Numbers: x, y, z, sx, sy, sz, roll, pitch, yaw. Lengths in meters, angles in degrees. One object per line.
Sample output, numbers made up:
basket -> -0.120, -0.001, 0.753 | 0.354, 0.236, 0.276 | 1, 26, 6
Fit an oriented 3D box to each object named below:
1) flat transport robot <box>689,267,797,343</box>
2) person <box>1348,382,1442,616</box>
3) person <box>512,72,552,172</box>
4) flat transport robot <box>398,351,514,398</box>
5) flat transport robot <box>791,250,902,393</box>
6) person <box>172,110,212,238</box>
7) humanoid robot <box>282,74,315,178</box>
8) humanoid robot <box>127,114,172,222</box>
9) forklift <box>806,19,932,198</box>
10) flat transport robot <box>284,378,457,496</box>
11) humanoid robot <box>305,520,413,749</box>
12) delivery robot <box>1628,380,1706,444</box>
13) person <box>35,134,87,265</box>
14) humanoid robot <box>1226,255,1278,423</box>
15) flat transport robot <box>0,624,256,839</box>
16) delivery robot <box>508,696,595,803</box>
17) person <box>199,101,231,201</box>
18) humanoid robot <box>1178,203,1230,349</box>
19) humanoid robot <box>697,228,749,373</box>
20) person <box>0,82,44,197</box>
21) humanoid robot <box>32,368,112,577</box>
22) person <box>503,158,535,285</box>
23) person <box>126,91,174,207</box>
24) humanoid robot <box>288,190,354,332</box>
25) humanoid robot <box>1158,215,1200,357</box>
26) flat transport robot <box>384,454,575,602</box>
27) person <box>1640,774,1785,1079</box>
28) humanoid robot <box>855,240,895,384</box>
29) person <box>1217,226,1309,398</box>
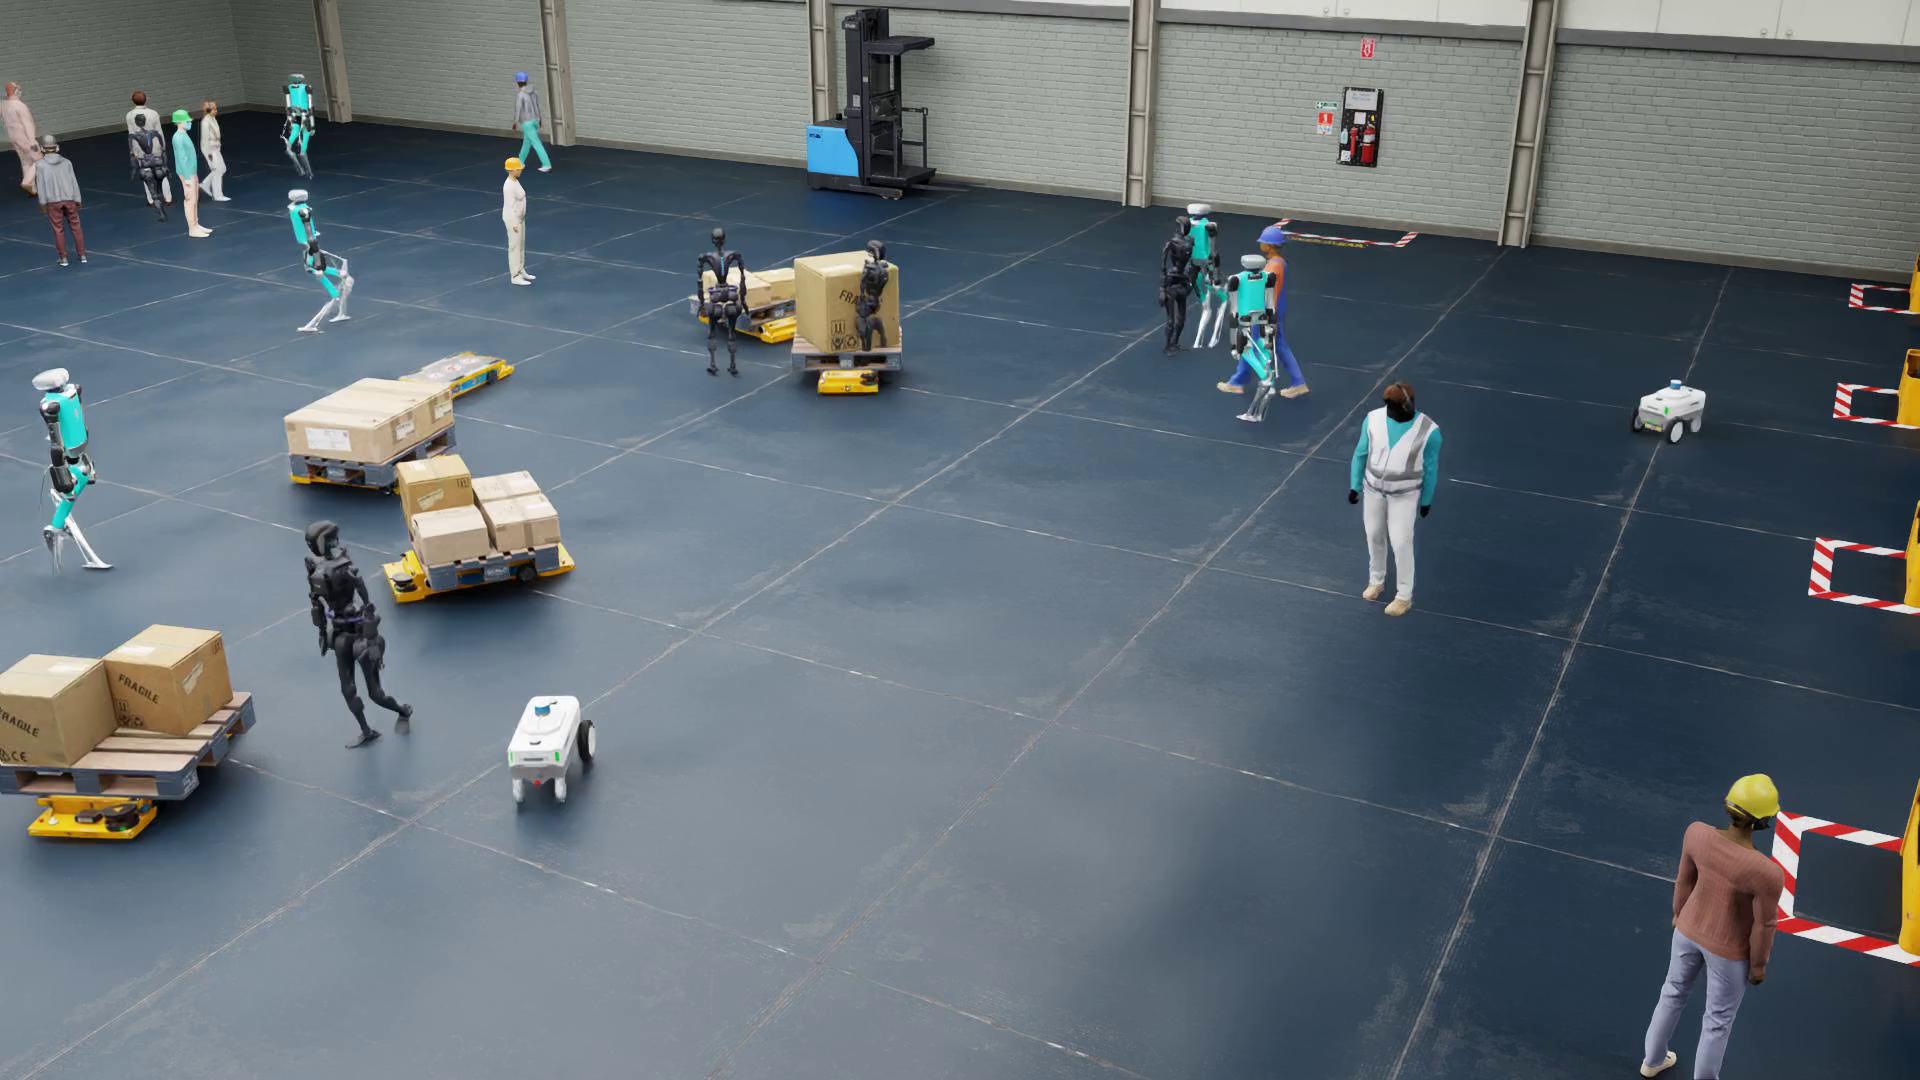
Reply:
flat transport robot -> -2.522, -2.702, 20.454 | 1.431, 0.231, 0.659 | 21, 31, 40
person -> 3.358, -0.344, 13.009 | 0.639, 1.812, 0.531 | 17, 29, 35
person -> -7.726, -7.459, 29.673 | 0.978, 1.715, 0.549 | 9, 25, 20
flat transport robot -> -5.601, -1.764, 18.269 | 0.659, 0.231, 1.431 | 9, 25, 20
flat transport robot -> -1.257, -1.954, 18.712 | 0.659, 0.231, 1.431 | -1, 23, -2
person -> -11.531, -5.488, 24.906 | 0.361, 1.872, 0.529 | -5, 24, -12
humanoid robot -> -11.607, -7.172, 29.062 | 0.553, 1.816, 0.795 | 4, 24, 8
humanoid robot -> -12.632, -5.807, 25.921 | 0.633, 1.639, 0.599 | 21, 31, 40
forklift -> -1.573, -7.292, 27.850 | 1.873, 2.768, 1.129 | 12, 26, 25
flat transport robot -> -5.518, -0.672, 15.728 | 1.431, 0.231, 0.659 | 7, 24, 15
humanoid robot -> -3.973, 0.592, 11.039 | 0.591, 1.648, 0.506 | 13, 26, 27
delivery robot -> 7.202, -1.310, 16.872 | 0.807, 0.613, 0.499 | -16, 28, -32
person -> -12.627, -4.777, 23.337 | 0.543, 1.808, 0.377 | -19, 30, -38
humanoid robot -> 3.045, -1.944, 16.837 | 0.535, 1.761, 0.832 | -7, 24, -16
flat transport robot -> -5.318, 1.468, 10.746 | 0.659, 0.231, 1.431 | 1, 23, 3
delivery robot -> -2.674, 1.302, 10.753 | 0.499, 0.581, 0.768 | -1, 23, -1
person -> -12.305, -6.377, 27.287 | 0.444, 1.616, 0.556 | -5, 24, -10
humanoid robot -> 2.915, -3.091, 19.510 | 0.557, 1.781, 0.765 | 21, 31, 40
humanoid robot -> -2.657, -2.680, 18.606 | 0.589, 1.650, 0.365 | -8, 24, -18
person -> -15.458, -6.598, 27.470 | 0.662, 1.886, 0.463 | 14, 27, 29
humanoid robot -> -7.392, -0.470, 13.556 | 0.720, 1.907, 0.553 | -1, 23, -3
person -> -5.950, -4.281, 22.327 | 0.337, 1.693, 0.479 | -1, 23, -3
person -> -13.115, -6.315, 26.888 | 0.510, 1.830, 0.363 | -12, 26, -25
humanoid robot -> -7.723, -3.391, 20.208 | 0.922, 1.763, 0.538 | -16, 28, -33
humanoid robot -> 2.512, -2.969, 19.299 | 0.603, 1.642, 0.378 | -15, 28, -32
flat transport robot -> -3.946, 0.206, 13.683 | 1.431, 0.231, 0.659 | -11, 26, -24
person -> 3.600, 1.888, 7.885 | 0.341, 1.758, 0.518 | -13, 27, -28
humanoid robot -> -0.967, -2.467, 18.134 | 0.424, 1.640, 0.593 | 12, 26, 25
person -> 3.337, -2.439, 17.825 | 0.985, 1.864, 0.536 | 10, 25, 22
